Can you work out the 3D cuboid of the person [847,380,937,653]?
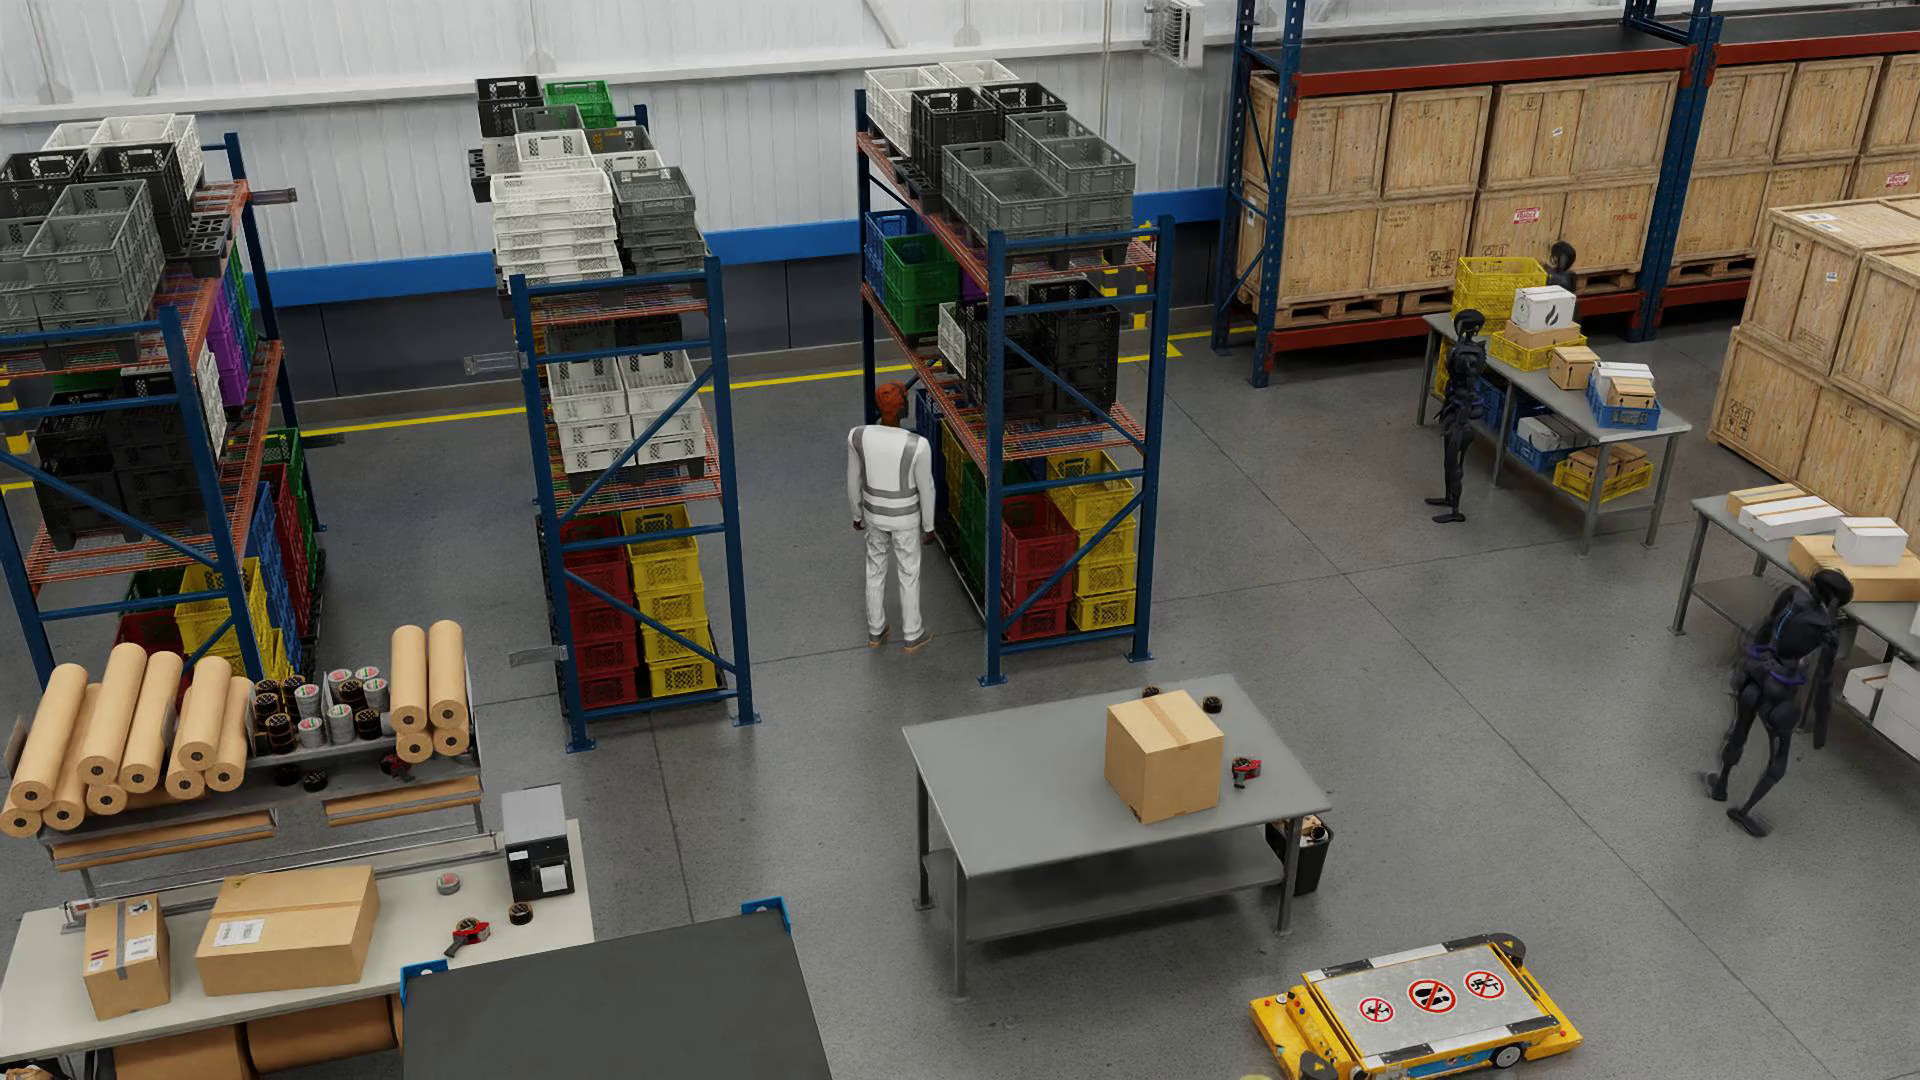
[{"bbox_3d":[-0.434,-0.142,10.743,0.578,1.882,0.343,10,30,18],"label":"person"}]

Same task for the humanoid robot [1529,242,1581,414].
[{"bbox_3d":[4.819,-1.686,13.800,0.600,1.622,0.749,-20,35,-32],"label":"humanoid robot"}]

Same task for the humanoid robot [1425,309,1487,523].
[{"bbox_3d":[3.702,-0.929,12.376,0.317,1.656,0.613,2,29,4],"label":"humanoid robot"}]

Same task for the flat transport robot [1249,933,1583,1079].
[{"bbox_3d":[2.184,2.282,7.980,1.431,0.197,0.652,-8,30,-14],"label":"flat transport robot"}]

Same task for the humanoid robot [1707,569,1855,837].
[{"bbox_3d":[4.545,0.815,9.232,0.380,1.628,0.655,-5,29,-9],"label":"humanoid robot"}]
